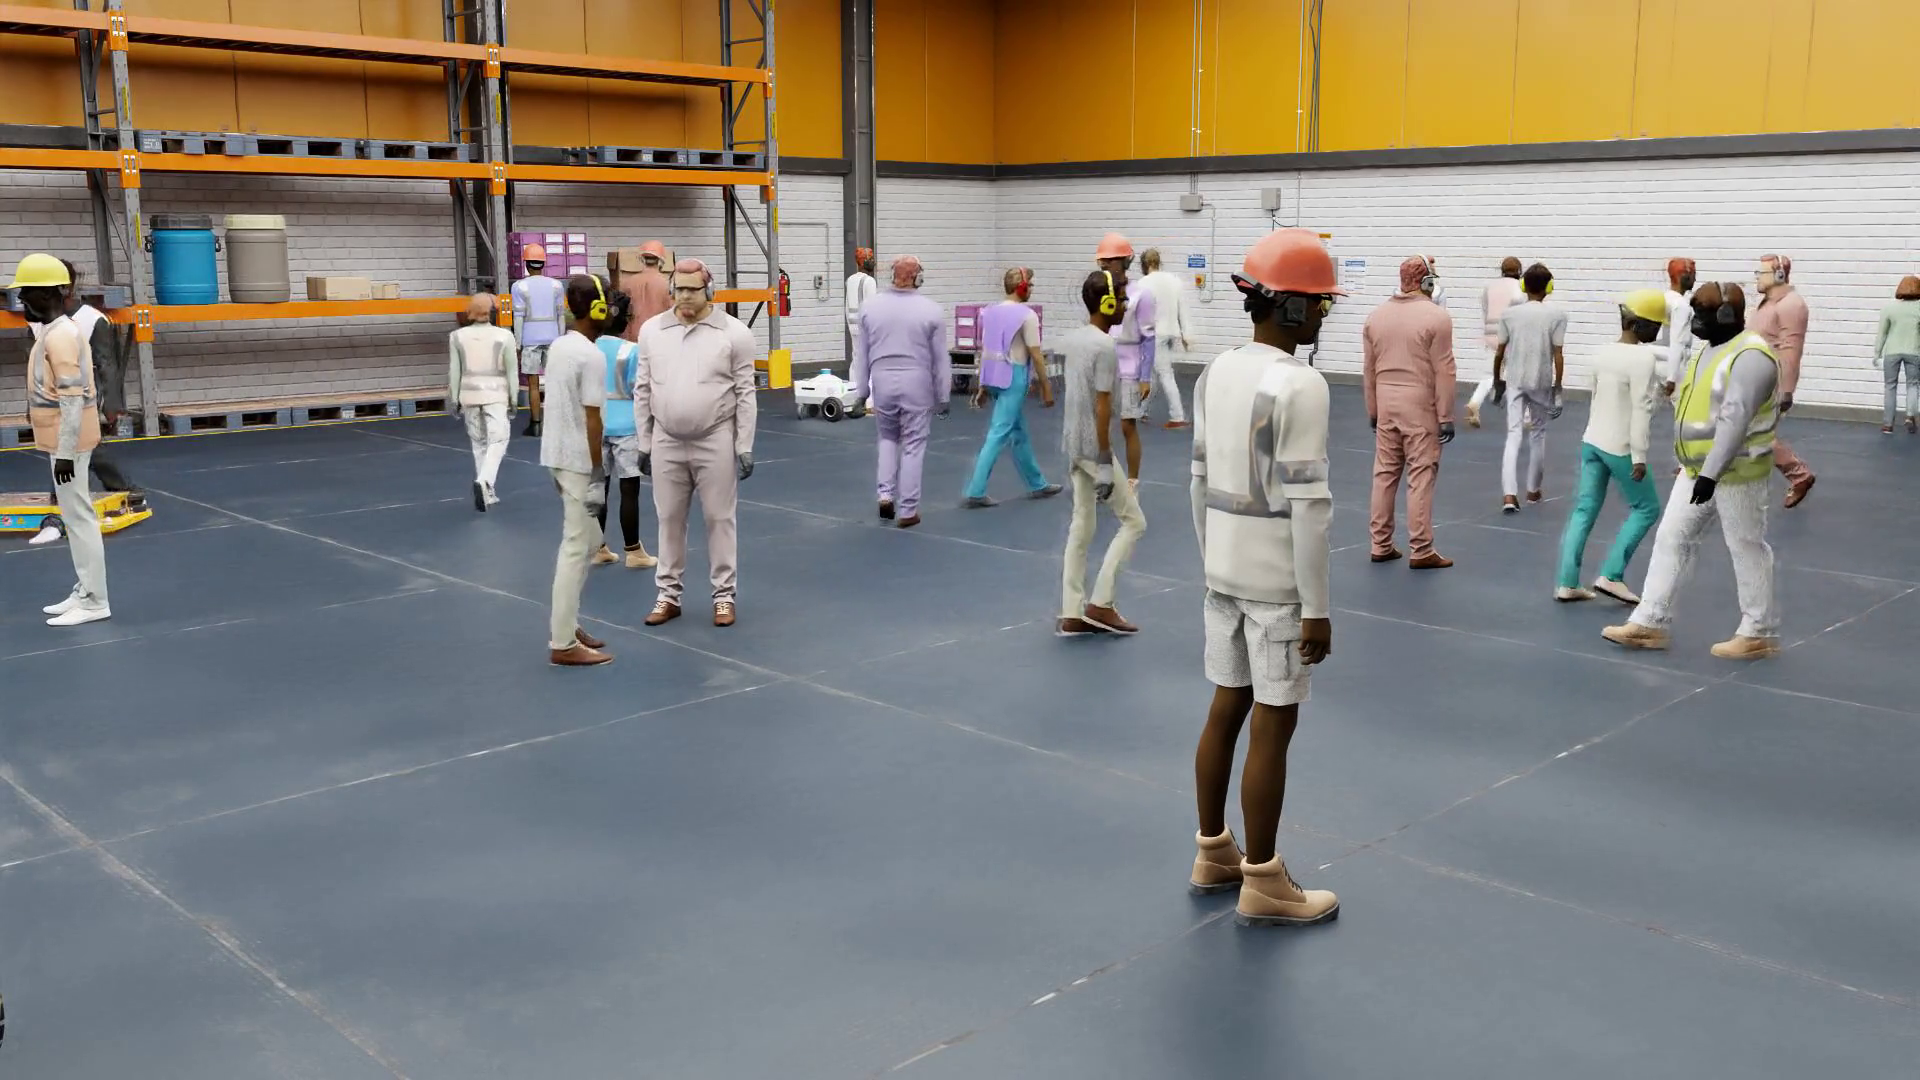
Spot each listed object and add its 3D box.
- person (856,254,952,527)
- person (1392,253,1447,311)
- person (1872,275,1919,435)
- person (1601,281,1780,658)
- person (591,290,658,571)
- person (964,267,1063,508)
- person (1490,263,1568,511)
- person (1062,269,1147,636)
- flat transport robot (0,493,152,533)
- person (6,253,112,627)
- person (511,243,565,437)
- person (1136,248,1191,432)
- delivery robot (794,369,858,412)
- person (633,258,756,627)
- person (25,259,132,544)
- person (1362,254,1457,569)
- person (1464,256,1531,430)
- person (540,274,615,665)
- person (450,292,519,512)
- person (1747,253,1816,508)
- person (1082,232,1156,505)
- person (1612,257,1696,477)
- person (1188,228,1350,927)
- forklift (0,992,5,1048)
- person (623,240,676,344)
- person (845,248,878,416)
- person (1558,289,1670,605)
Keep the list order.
[{"bbox_3d":[-0.379,-1.035,11.586,0.686,1.888,0.447,3,11,14],"label":"person"},{"bbox_3d":[4.885,-2.127,17.696,0.597,1.836,0.404,5,12,25],"label":"person"},{"bbox_3d":[9.572,-1.873,16.896,0.523,1.629,0.431,4,11,23],"label":"person"},{"bbox_3d":[3.529,-0.318,7.939,0.881,1.801,0.643,-1,10,-4],"label":"person"},{"bbox_3d":[-2.081,-0.657,10.066,0.538,1.696,0.317,5,12,27],"label":"person"},{"bbox_3d":[0.400,-1.143,12.474,0.977,1.789,0.558,-6,12,-31],"label":"person"},{"bbox_3d":[4.198,-1.130,12.319,0.538,1.827,0.967,5,11,25],"label":"person"},{"bbox_3d":[0.739,-0.424,8.362,0.525,1.851,0.563,-3,11,-18],"label":"person"},{"bbox_3d":[-6.401,-0.184,11.378,1.431,0.197,0.652,-1,10,-5],"label":"flat transport robot"},{"bbox_3d":[-4.684,-0.518,8.675,0.366,1.926,0.594,-6,12,-29],"label":"person"},{"bbox_3d":[-4.254,-2.010,16.786,0.543,1.939,0.359,-7,13,-34],"label":"person"},{"bbox_3d":[2.007,-2.093,17.397,0.656,1.873,1.070,-8,13,-38],"label":"person"},{"bbox_3d":[-1.471,-1.641,18.293,0.707,0.478,0.477,6,12,31],"label":"delivery robot"},{"bbox_3d":[-1.381,-0.495,8.616,0.638,1.906,0.403,1,10,6],"label":"person"},{"bbox_3d":[-5.986,-0.966,11.295,0.601,1.877,0.999,3,11,18],"label":"person"},{"bbox_3d":[2.770,-0.781,10.166,0.405,1.911,0.636,-8,13,-36],"label":"person"},{"bbox_3d":[5.629,-2.032,17.255,0.759,1.821,0.634,-9,14,-40],"label":"person"},{"bbox_3d":[-1.806,-0.325,7.883,0.438,1.843,0.552,-7,13,-35],"label":"person"},{"bbox_3d":[-3.504,-1.006,12.204,0.516,1.614,0.706,1,10,4],"label":"person"},{"bbox_3d":[5.939,-1.138,12.144,0.492,1.892,0.669,1,10,7],"label":"person"},{"bbox_3d":[1.142,-1.248,12.344,0.614,2.040,0.391,8,13,38],"label":"person"},{"bbox_3d":[5.840,-1.428,13.874,0.911,1.856,0.590,0,10,-3],"label":"person"},{"bbox_3d":[0.925,0.112,4.929,0.391,2.040,0.615,-4,11,-21],"label":"person"},{"bbox_3d":[-3.245,0.323,3.363,2.313,2.155,1.214,2,11,13],"label":"forklift"},{"bbox_3d":[-3.117,-2.047,16.878,0.624,1.977,0.519,4,11,20],"label":"person"},{"bbox_3d":[-1.070,-2.329,18.672,0.345,1.882,0.584,-7,12,-32],"label":"person"},{"bbox_3d":[3.566,-0.485,9.029,0.536,1.728,0.634,-2,11,-10],"label":"person"}]
